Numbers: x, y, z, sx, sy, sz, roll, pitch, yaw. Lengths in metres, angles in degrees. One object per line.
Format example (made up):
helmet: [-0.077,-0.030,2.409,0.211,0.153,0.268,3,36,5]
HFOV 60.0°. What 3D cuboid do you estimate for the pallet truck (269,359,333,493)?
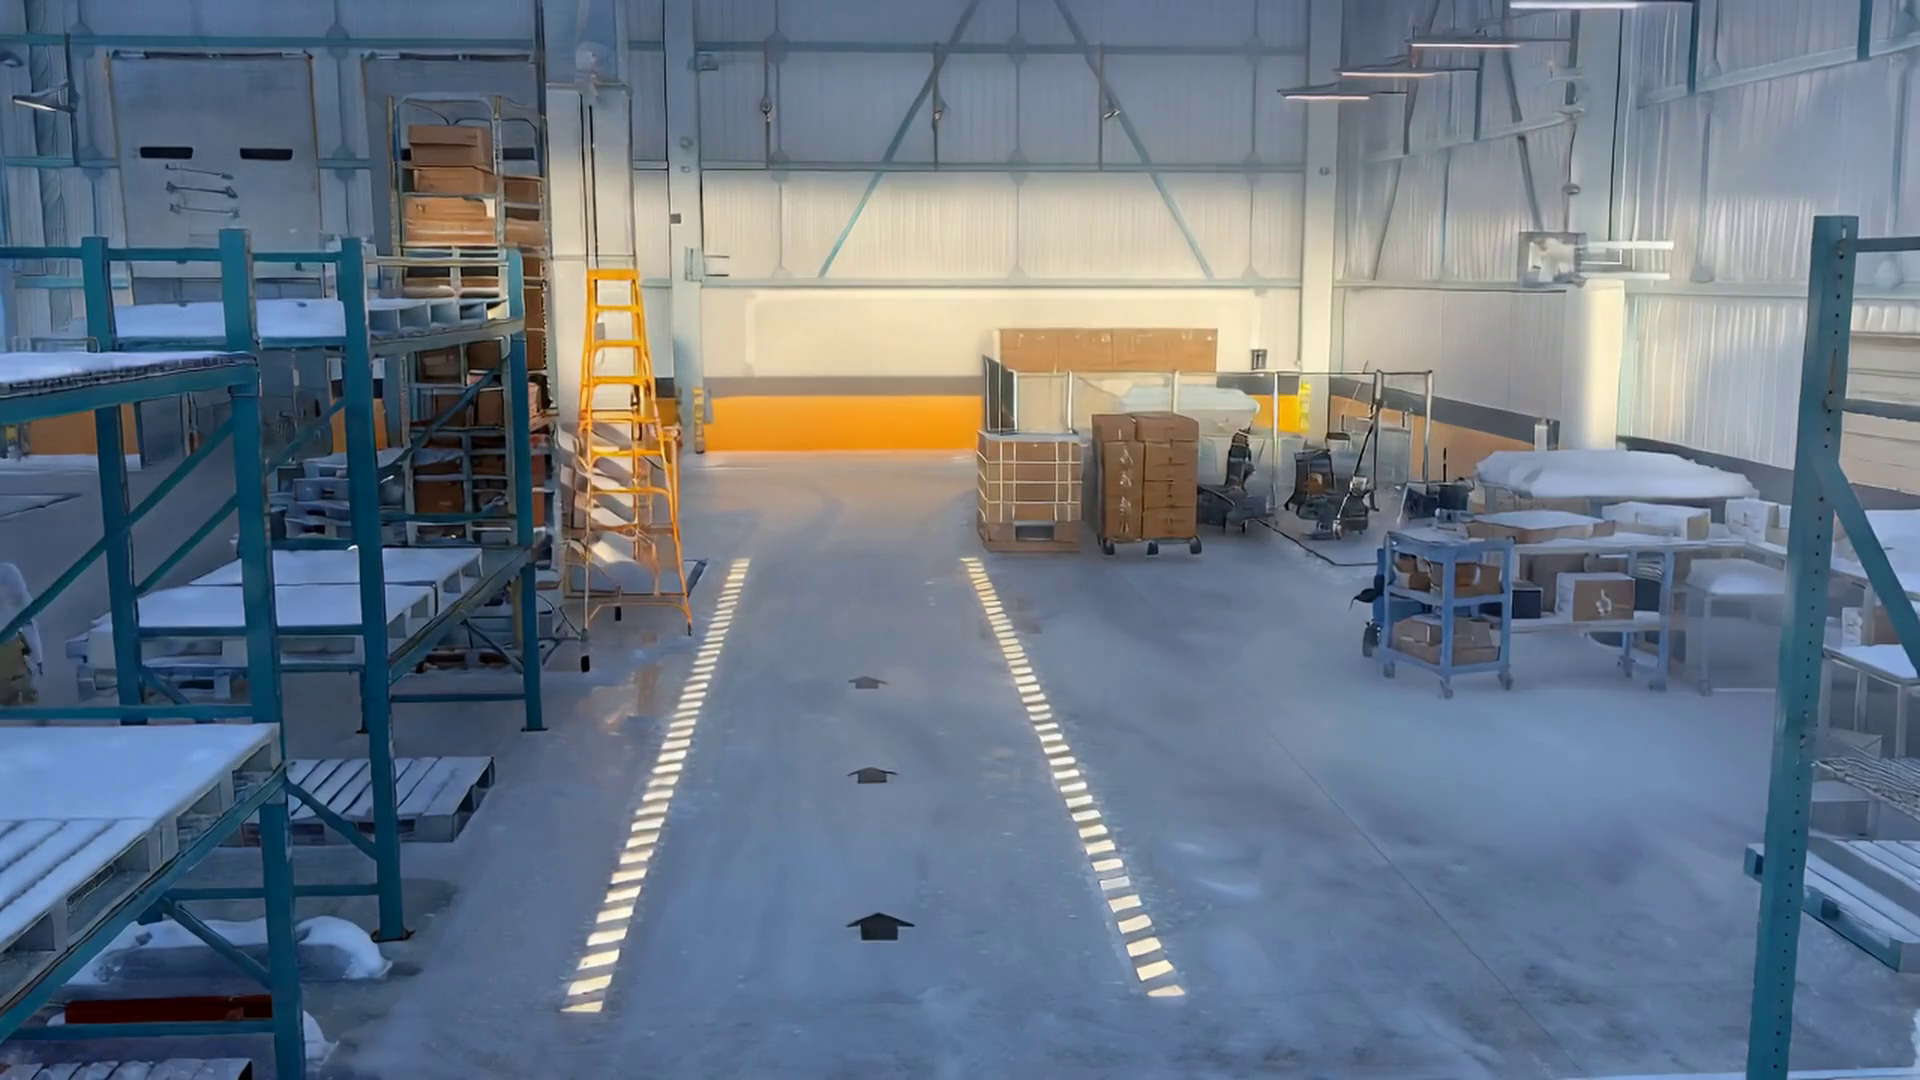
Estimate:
pallet truck: [-7.062,-1.131,18.996,1.885,1.965,0.823,2,9,13]

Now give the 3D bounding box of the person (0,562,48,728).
person: [-5.031,0.677,8.678,0.686,1.665,0.356,-5,10,-27]
